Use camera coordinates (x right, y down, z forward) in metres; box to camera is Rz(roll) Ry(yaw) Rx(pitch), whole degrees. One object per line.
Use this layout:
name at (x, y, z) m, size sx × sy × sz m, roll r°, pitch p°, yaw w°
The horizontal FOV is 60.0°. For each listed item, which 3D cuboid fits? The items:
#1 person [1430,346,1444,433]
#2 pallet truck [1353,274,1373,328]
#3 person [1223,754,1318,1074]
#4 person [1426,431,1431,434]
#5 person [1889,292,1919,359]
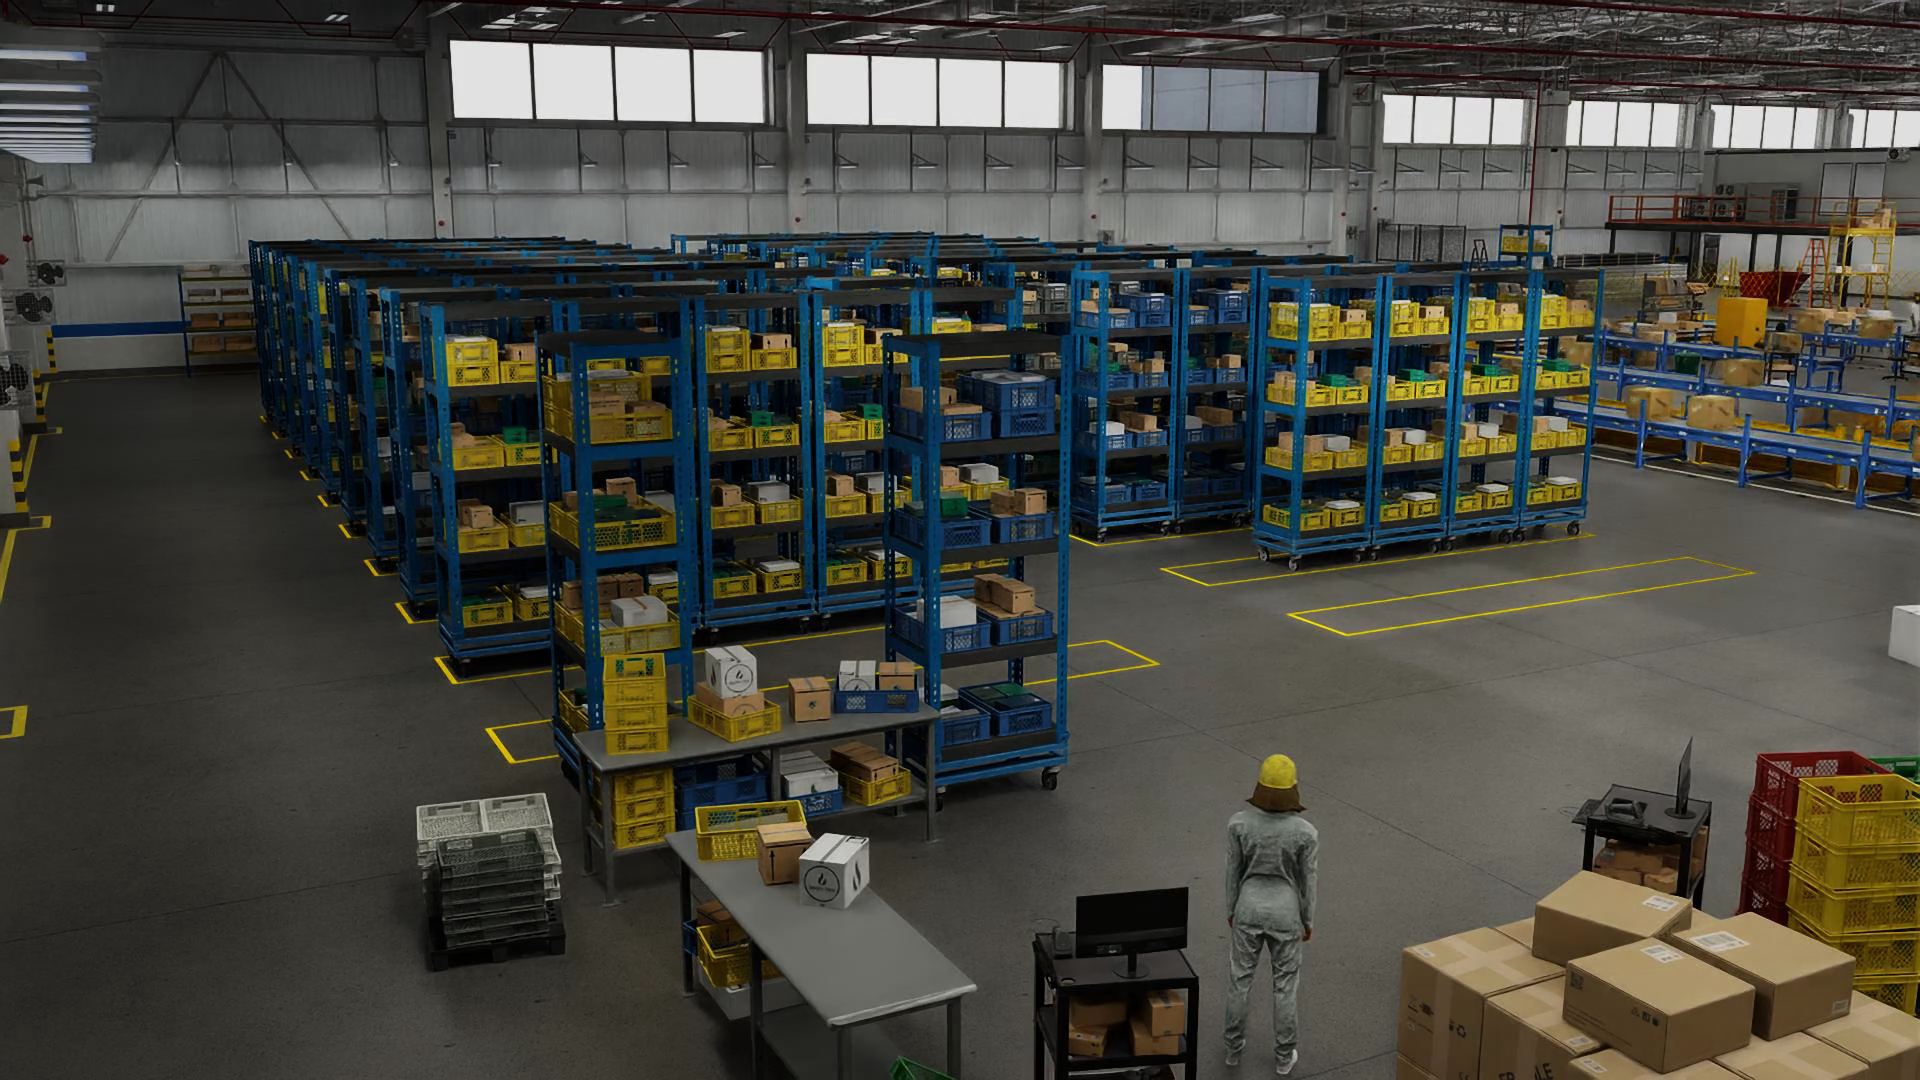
person at (8.268, -2.480, 29.438) m, size 0.666 × 1.889 × 0.563 m, roll 3°, pitch 12°, yaw 12°
pallet truck at (13.011, -8.050, 55.243) m, size 0.823 × 1.965 × 1.885 m, roll -7°, pitch 14°, yaw -28°
person at (1.658, 1.990, 8.911) m, size 0.485 × 1.735 × 0.347 m, roll 4°, pitch 13°, yaw 18°
person at (7.934, -2.115, 27.979) m, size 0.839 × 1.798 × 0.595 m, roll -1°, pitch 12°, yaw -5°
person at (25.914, -5.852, 45.358) m, size 0.529 × 1.835 × 0.838 m, roll -9°, pitch 15°, yaw -37°
